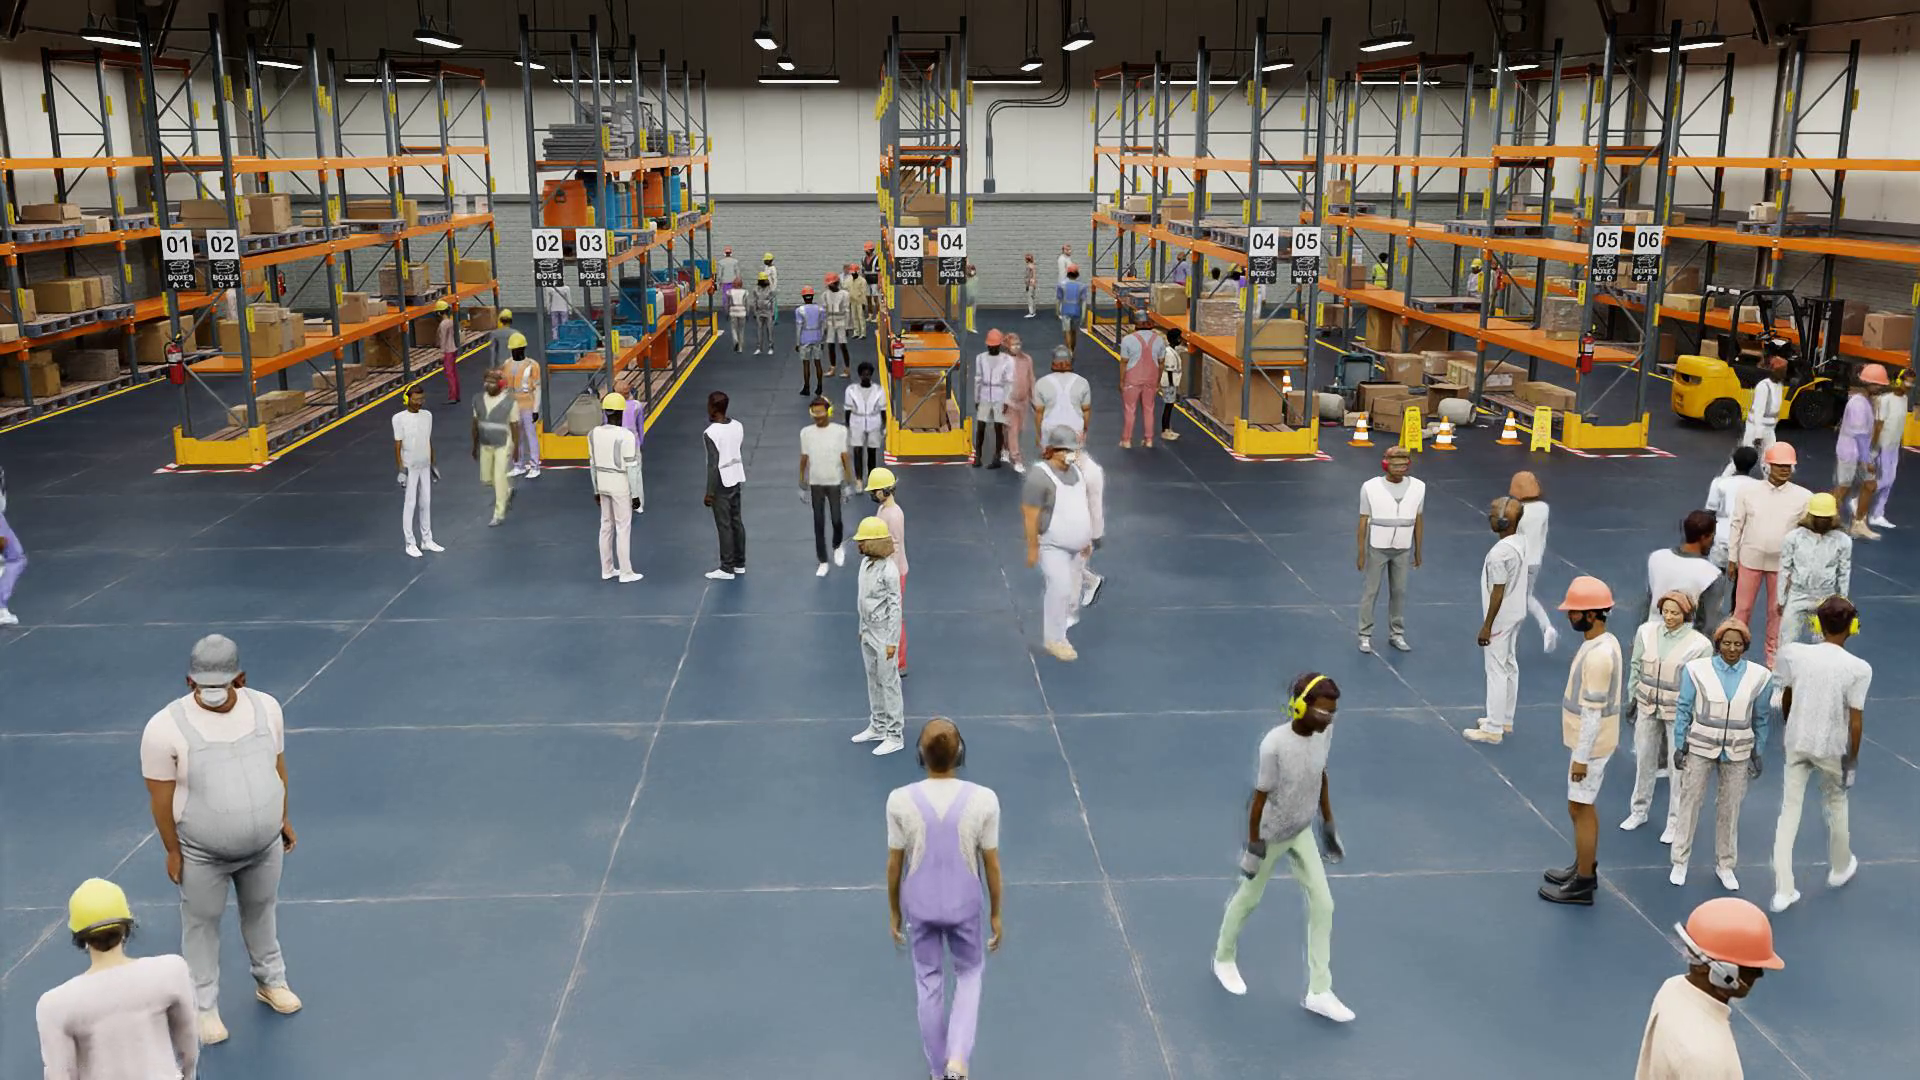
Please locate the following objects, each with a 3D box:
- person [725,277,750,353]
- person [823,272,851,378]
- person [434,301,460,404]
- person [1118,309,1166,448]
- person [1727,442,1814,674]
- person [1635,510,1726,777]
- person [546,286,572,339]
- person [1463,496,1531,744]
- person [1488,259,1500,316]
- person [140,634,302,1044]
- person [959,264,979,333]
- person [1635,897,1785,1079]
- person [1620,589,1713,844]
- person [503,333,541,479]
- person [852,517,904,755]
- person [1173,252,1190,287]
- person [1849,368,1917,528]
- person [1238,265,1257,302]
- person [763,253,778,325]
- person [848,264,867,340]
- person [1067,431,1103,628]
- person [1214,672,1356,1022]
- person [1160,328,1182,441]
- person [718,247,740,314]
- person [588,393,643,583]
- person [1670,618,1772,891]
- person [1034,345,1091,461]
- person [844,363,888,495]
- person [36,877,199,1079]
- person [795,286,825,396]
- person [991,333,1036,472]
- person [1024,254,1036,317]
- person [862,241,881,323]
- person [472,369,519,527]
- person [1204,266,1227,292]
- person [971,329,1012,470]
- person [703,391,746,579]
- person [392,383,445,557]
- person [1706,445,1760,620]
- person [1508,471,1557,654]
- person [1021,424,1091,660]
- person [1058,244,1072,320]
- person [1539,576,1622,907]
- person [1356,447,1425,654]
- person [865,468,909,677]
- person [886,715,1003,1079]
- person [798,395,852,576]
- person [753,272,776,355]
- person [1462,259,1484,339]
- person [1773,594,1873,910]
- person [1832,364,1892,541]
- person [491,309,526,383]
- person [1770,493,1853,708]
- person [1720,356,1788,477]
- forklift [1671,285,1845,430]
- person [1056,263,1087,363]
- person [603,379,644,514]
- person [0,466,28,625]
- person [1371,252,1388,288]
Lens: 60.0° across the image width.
[{"bbox_3d":[-4.736,-4.790,35.438,0.528,1.623,0.419,-3,14,-12],"label":"person"},{"bbox_3d":[-2.348,-4.073,31.572,0.611,2.021,0.451,8,15,30],"label":"person"},{"bbox_3d":[-8.791,-3.207,28.458,0.331,1.763,0.525,-1,13,-3],"label":"person"},{"bbox_3d":[2.620,-2.360,24.263,0.685,2.000,0.535,-4,14,-17],"label":"person"},{"bbox_3d":[6.598,0.180,13.601,0.612,1.997,0.375,6,15,24],"label":"person"},{"bbox_3d":[4.976,0.726,11.481,0.455,1.904,0.636,-6,14,-23],"label":"person"},{"bbox_3d":[-8.544,-4.869,35.485,0.535,1.766,0.310,-1,13,-4],"label":"person"},{"bbox_3d":[3.964,0.583,12.216,0.345,1.847,0.508,10,17,37],"label":"person"},{"bbox_3d":[13.131,-6.097,40.969,0.284,1.633,0.500,8,16,31],"label":"person"},{"bbox_3d":[-3.580,1.434,8.191,0.536,2.000,0.676,12,18,41],"label":"person"},{"bbox_3d":[0.203,-5.736,39.465,0.497,1.613,0.631,-7,15,-26],"label":"person"},{"bbox_3d":[2.412,2.106,5.481,0.406,1.983,0.615,4,14,17],"label":"person"},{"bbox_3d":[4.463,1.096,10.508,0.312,1.634,0.514,-10,17,-38],"label":"person"},{"bbox_3d":[-5.812,-1.782,22.056,0.587,1.928,0.362,6,15,24],"label":"person"},{"bbox_3d":[-0.605,0.683,12.013,0.323,1.742,0.492,-8,15,-30],"label":"person"},{"bbox_3d":[5.839,-6.781,43.868,0.500,1.633,0.282,12,18,41],"label":"person"},{"bbox_3d":[10.699,-1.067,19.200,0.546,1.848,0.445,-9,16,-32],"label":"person"},{"bbox_3d":[6.117,-5.040,36.041,0.625,1.847,0.429,3,14,13],"label":"person"},{"bbox_3d":[-4.712,-6.204,41.138,0.319,1.767,0.534,-8,16,-32],"label":"person"},{"bbox_3d":[-2.369,-5.434,37.954,0.557,1.735,0.380,13,18,43],"label":"person"},{"bbox_3d":[1.090,-0.136,15.230,0.702,1.871,0.660,-12,18,-42],"label":"person"},{"bbox_3d":[1.685,1.514,8.377,0.515,1.793,0.957,-9,16,-33],"label":"person"},{"bbox_3d":[3.158,-2.337,24.929,0.319,1.689,0.539,2,13,10],"label":"person"},{"bbox_3d":[-6.095,-6.860,43.952,0.559,1.747,0.331,-3,14,-12],"label":"person"},{"bbox_3d":[-3.462,-0.524,16.754,0.586,1.918,0.396,8,15,30],"label":"person"},{"bbox_3d":[4.471,1.255,9.810,0.514,1.641,0.307,3,14,13],"label":"person"},{"bbox_3d":[1.204,-1.317,19.847,0.681,2.000,0.538,-1,13,-3],"label":"person"},{"bbox_3d":[-1.177,-1.399,20.985,0.550,1.650,0.875,-2,13,-7],"label":"person"},{"bbox_3d":[-3.042,2.088,6.107,0.526,1.722,0.903,-8,16,-32],"label":"person"},{"bbox_3d":[-2.663,-3.523,29.435,0.542,1.927,0.374,-6,15,-25],"label":"person"},{"bbox_3d":[0.713,-1.908,22.746,0.636,1.869,0.882,-7,15,-27],"label":"person"},{"bbox_3d":[1.808,-6.570,42.989,0.318,1.631,0.514,3,14,12],"label":"person"},{"bbox_3d":[-2.235,-6.451,41.625,0.616,2.030,0.409,10,17,37],"label":"person"},{"bbox_3d":[-5.376,-1.098,19.381,0.594,1.826,0.619,4,14,16],"label":"person"},{"bbox_3d":[5.414,-4.879,35.363,0.552,1.843,0.615,2,13,6],"label":"person"},{"bbox_3d":[0.436,-1.912,22.630,0.554,1.922,0.459,4,14,15],"label":"person"},{"bbox_3d":[-2.388,-0.556,16.886,0.398,1.920,0.590,6,15,24],"label":"person"},{"bbox_3d":[-5.823,-0.759,17.867,0.329,1.865,0.507,9,16,32],"label":"person"},{"bbox_3d":[7.035,-0.014,15.078,0.550,1.679,0.454,7,15,27],"label":"person"},{"bbox_3d":[4.858,0.213,14.264,0.514,1.615,0.572,-6,15,-25],"label":"person"},{"bbox_3d":[0.931,0.009,14.229,0.682,2.000,0.705,11,17,38],"label":"person"},{"bbox_3d":[2.698,-6.562,42.351,0.403,1.911,0.637,3,14,13],"label":"person"},{"bbox_3d":[3.605,1.154,9.635,0.391,1.924,0.551,5,14,21],"label":"person"},{"bbox_3d":[3.697,0.083,14.380,0.577,1.832,0.403,-2,13,-8],"label":"person"},{"bbox_3d":[-0.606,0.267,13.756,0.342,1.752,0.532,-4,14,-16],"label":"person"},{"bbox_3d":[-0.070,1.685,7.570,0.538,1.833,0.443,0,13,1],"label":"person"},{"bbox_3d":[-1.384,-0.564,17.045,0.564,1.856,0.420,1,13,5],"label":"person"},{"bbox_3d":[-4.146,-4.800,35.239,0.486,1.744,0.310,3,14,13],"label":"person"},{"bbox_3d":[11.862,-5.548,38.237,0.403,1.827,0.604,-6,15,-24],"label":"person"},{"bbox_3d":[5.021,1.199,9.665,0.487,1.824,0.916,12,18,41],"label":"person"},{"bbox_3d":[9.938,-0.937,18.297,0.748,2.009,0.621,10,17,38],"label":"person"},{"bbox_3d":[-7.415,-2.918,27.283,0.531,1.723,0.874,0,13,2],"label":"person"},{"bbox_3d":[6.612,0.479,12.903,0.500,1.732,0.346,5,14,22],"label":"person"},{"bbox_3d":[9.849,-1.358,20.482,0.627,1.836,1.007,-10,16,-36],"label":"person"},{"bbox_3d":[12.503,-2.886,26.166,2.313,2.155,1.214,-1,13,-3],"label":"forklift"},{"bbox_3d":[2.287,-4.644,34.038,0.605,2.012,1.010,-1,13,-3],"label":"person"},{"bbox_3d":[-3.986,-1.096,19.765,0.514,1.642,0.310,-9,16,-33],"label":"person"},{"bbox_3d":[-8.828,-0.136,15.140,0.587,1.898,0.458,5,14,22],"label":"person"},{"bbox_3d":[10.788,-6.522,42.639,0.562,1.694,0.319,9,16,35],"label":"person"}]
